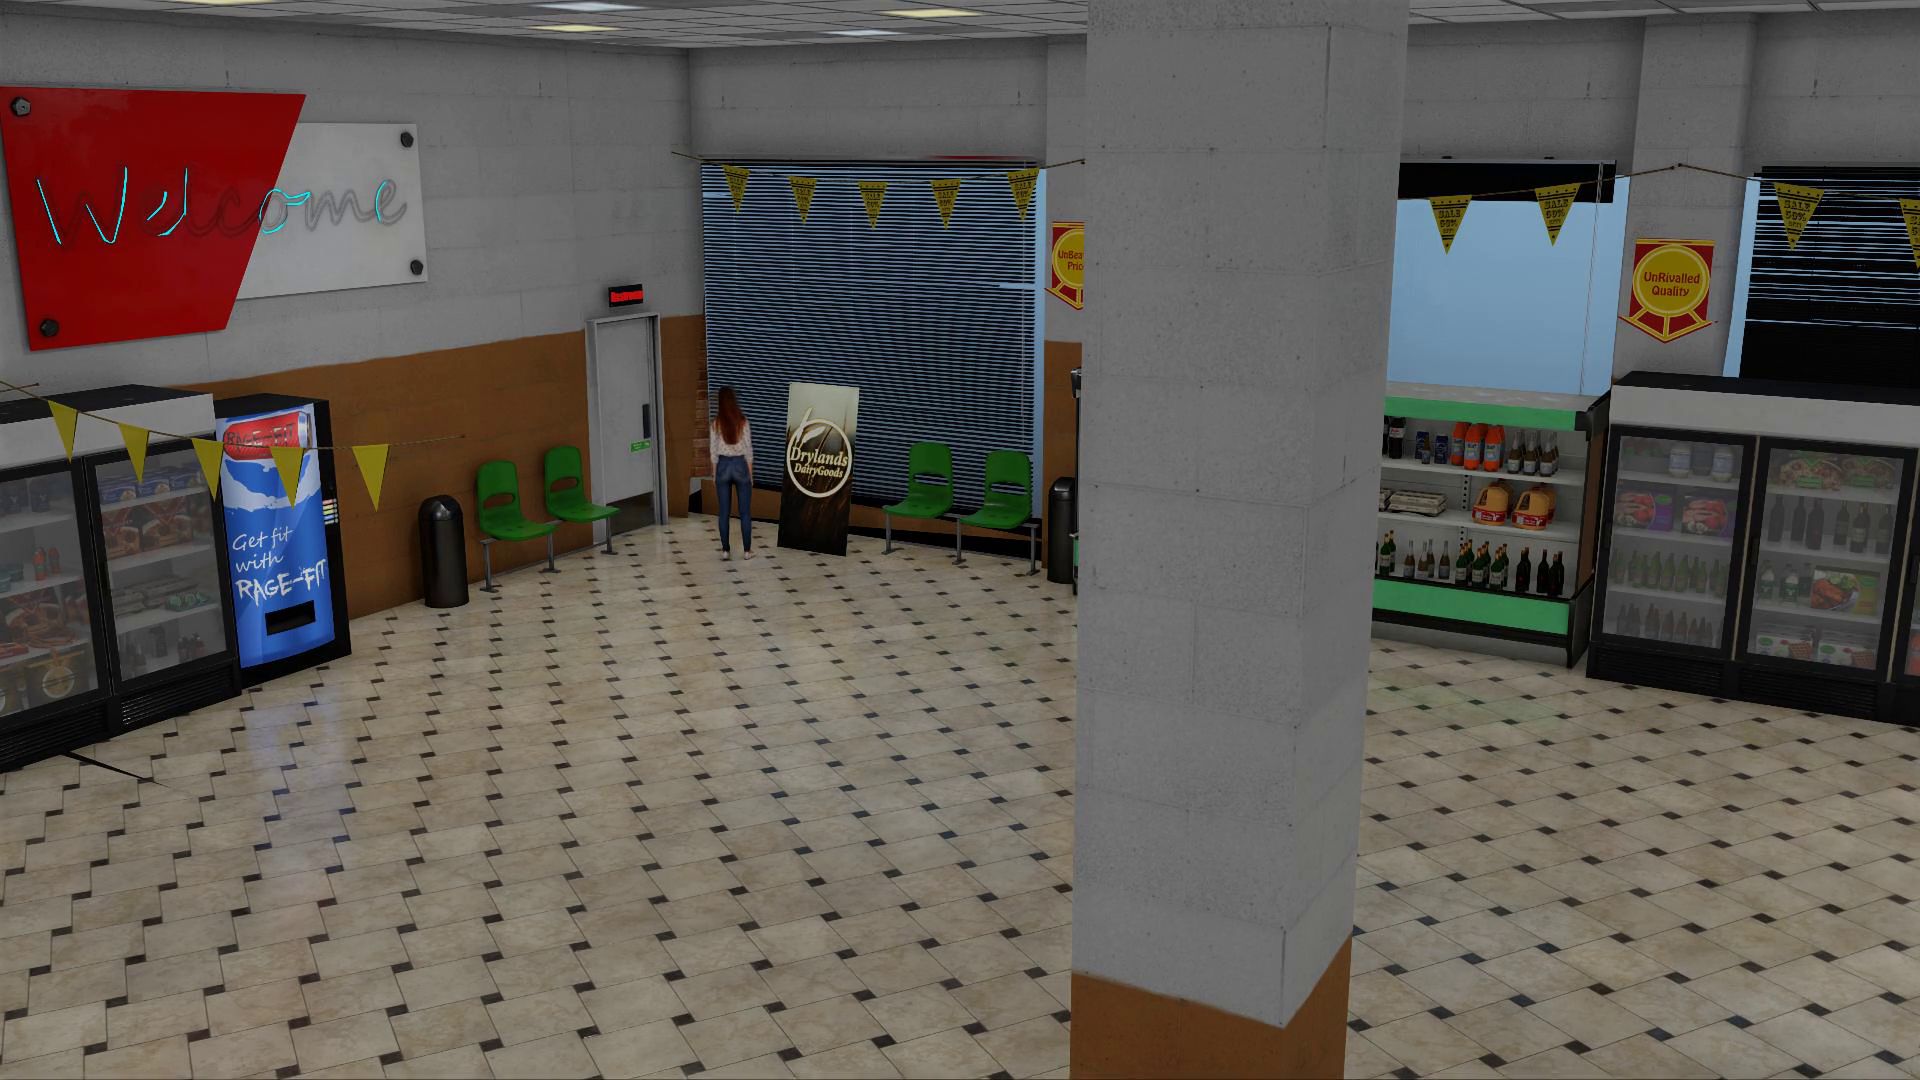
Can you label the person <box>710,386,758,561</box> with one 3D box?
[{"bbox_3d":[-2.250,-0.668,16.485,0.584,1.728,0.706,1,14,4],"label":"person"}]
